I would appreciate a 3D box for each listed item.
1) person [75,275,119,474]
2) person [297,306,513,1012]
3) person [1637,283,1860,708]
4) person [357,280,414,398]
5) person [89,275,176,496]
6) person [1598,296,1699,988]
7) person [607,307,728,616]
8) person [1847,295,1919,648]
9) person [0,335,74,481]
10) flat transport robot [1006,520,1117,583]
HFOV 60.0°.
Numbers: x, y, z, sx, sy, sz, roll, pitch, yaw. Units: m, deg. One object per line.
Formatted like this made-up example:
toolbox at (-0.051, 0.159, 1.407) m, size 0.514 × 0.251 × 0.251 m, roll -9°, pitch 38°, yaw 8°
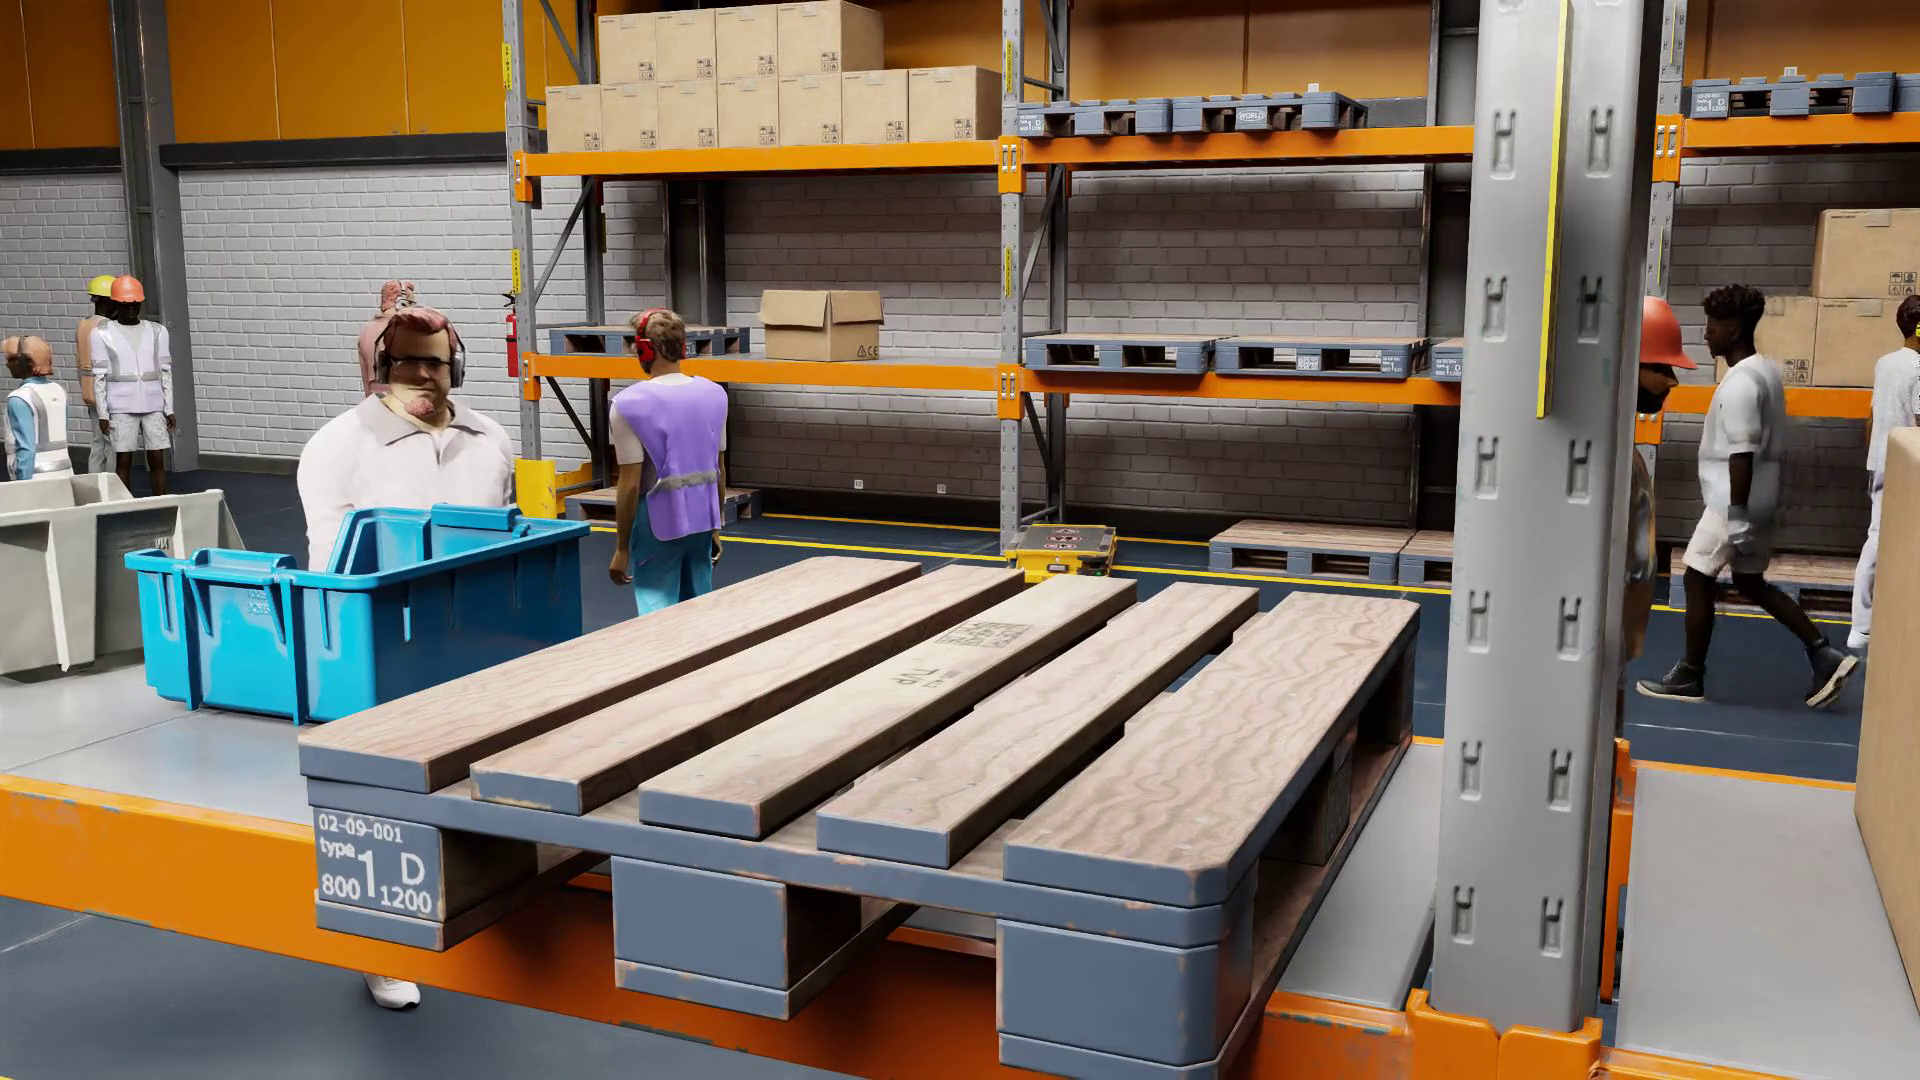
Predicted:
person at (-6.639, -1.099, 13.003) m, size 0.594 × 1.922 × 0.384 m, roll 7°, pitch 12°, yaw 35°
person at (-1.468, 0.311, 4.625) m, size 0.400 × 1.905 × 0.643 m, roll 8°, pitch 12°, yaw 40°
person at (3.592, -0.180, 7.477) m, size 0.830 × 1.936 × 0.598 m, roll 8°, pitch 12°, yaw 39°
person at (-3.887, -0.854, 11.611) m, size 0.638 × 1.902 × 0.407 m, roll 8°, pitch 12°, yaw 38°
person at (-6.075, -0.978, 12.269) m, size 0.540 × 1.931 × 0.382 m, roll -8°, pitch 12°, yaw -40°
person at (1.814, 0.287, 4.683) m, size 0.383 × 1.932 × 0.541 m, roll 2°, pitch 10°, yaw 12°
person at (-1.163, -0.011, 6.720) m, size 0.389 × 1.846 × 0.567 m, roll 8°, pitch 12°, yaw 38°
person at (4.843, -0.327, 8.545) m, size 0.327 × 1.871 × 0.514 m, roll 0°, pitch 9°, yaw 1°
person at (-4.924, -0.275, 8.929) m, size 0.307 × 1.636 × 0.525 m, roll -1°, pitch 10°, yaw -4°
flat transport robot at (0.679, 0.070, 10.942) m, size 0.652 × 0.197 × 1.431 m, roll 1°, pitch 10°, yaw 8°
